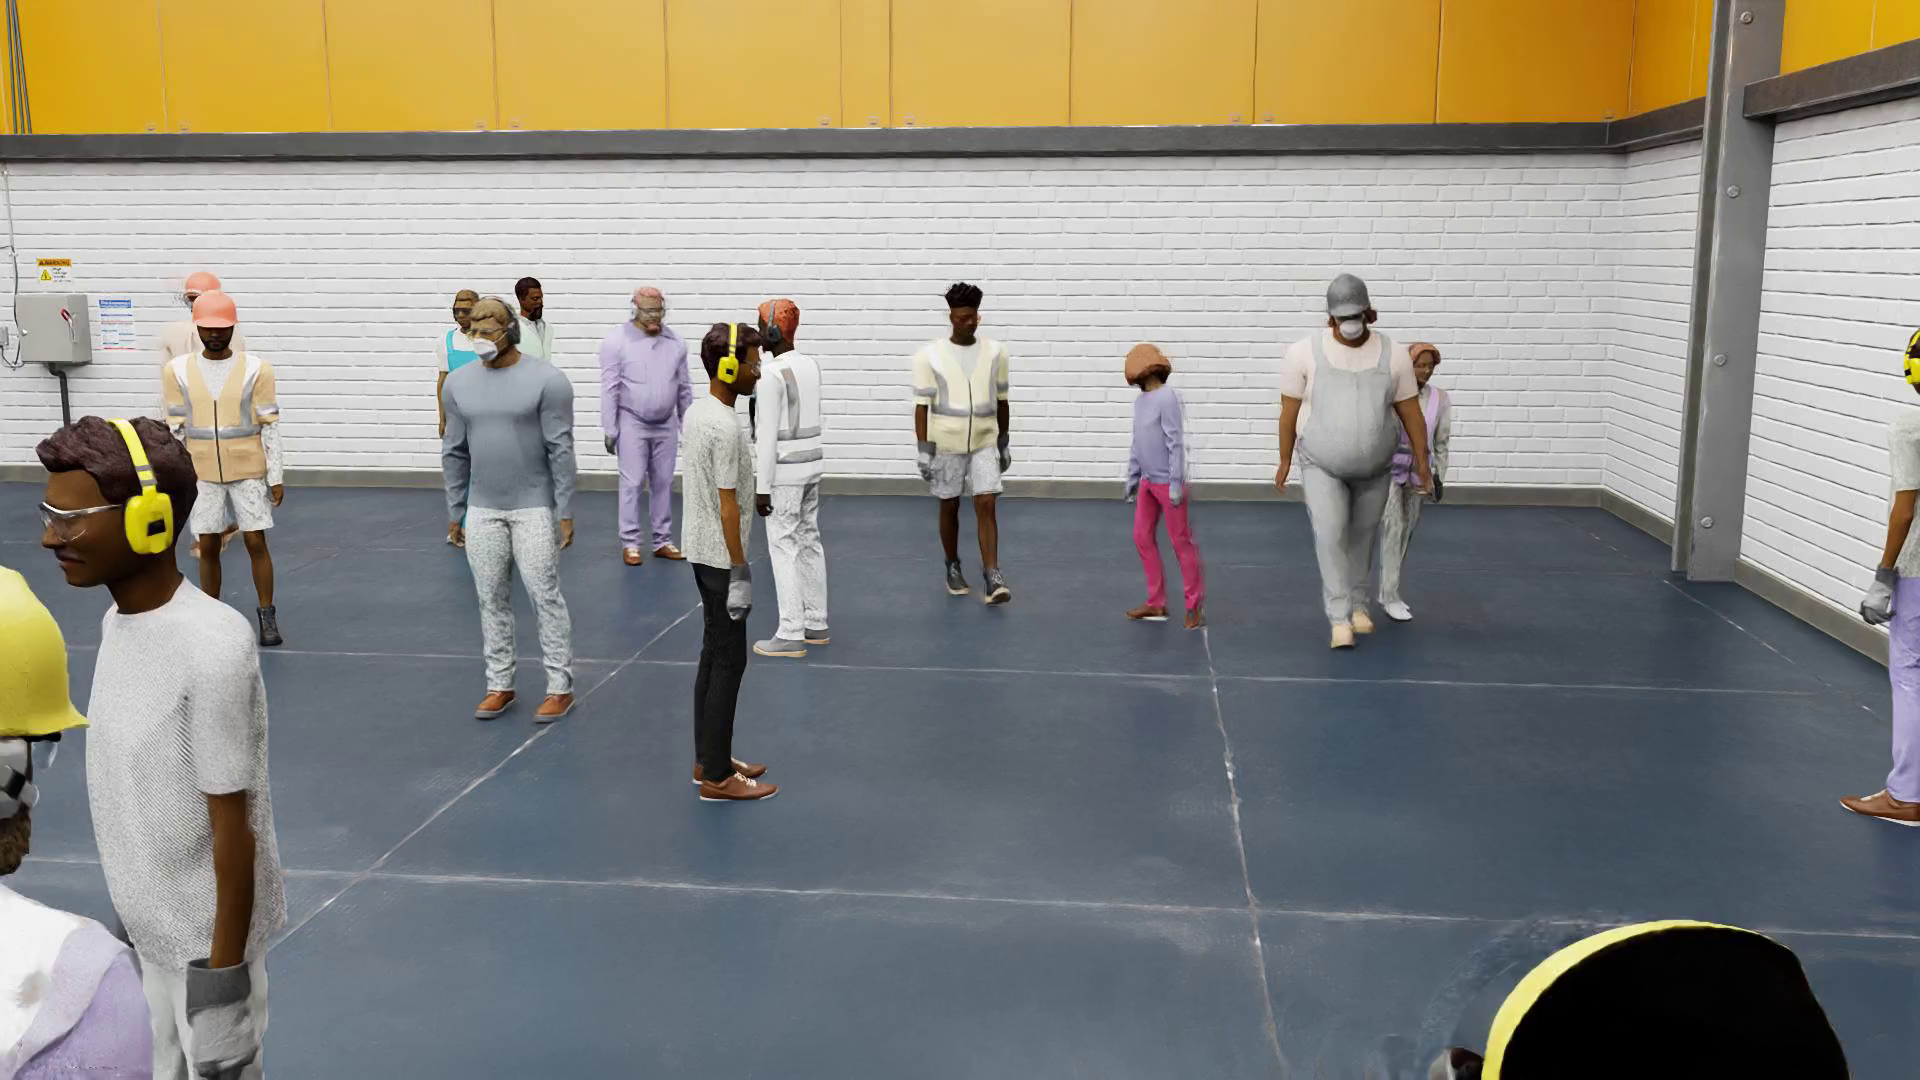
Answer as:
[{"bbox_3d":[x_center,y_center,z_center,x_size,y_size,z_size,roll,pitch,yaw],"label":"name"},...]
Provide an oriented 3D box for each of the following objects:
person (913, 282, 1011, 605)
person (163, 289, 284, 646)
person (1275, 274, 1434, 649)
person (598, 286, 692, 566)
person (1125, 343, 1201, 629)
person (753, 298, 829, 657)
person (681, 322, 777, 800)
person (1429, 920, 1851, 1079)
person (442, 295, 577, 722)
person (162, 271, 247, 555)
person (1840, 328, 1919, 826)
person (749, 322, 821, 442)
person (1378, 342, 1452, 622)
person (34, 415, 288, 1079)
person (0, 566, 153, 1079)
[{"bbox_3d":[0.051,-0.565,9.956,0.639,1.923,0.951,-2,10,-13],"label":"person"},{"bbox_3d":[-3.898,-0.361,8.838,0.558,1.925,0.422,-2,10,-12],"label":"person"},{"bbox_3d":[2.142,-0.442,8.944,0.813,2.000,0.874,0,10,1],"label":"person"},{"bbox_3d":[-2.107,-0.765,11.245,0.658,1.893,0.402,-8,12,-37],"label":"person"},{"bbox_3d":[1.158,-0.306,9.439,0.400,1.596,0.594,-4,11,-19],"label":"person"},{"bbox_3d":[-0.901,-0.326,8.758,0.344,1.876,0.579,4,11,21],"label":"person"},{"bbox_3d":[-0.896,0.091,6.437,0.346,1.856,0.527,-4,11,-21],"label":"person"},{"bbox_3d":[0.400,1.086,1.121,0.856,1.724,0.522,7,12,34],"label":"person"},{"bbox_3d":[-2.030,-0.137,7.530,0.639,1.926,0.367,2,10,11],"label":"person"},{"bbox_3d":[-5.268,-0.911,11.824,0.608,1.960,0.925,2,10,12],"label":"person"},{"bbox_3d":[3.569,0.132,6.168,0.514,1.864,0.332,-4,11,-21],"label":"person"},{"bbox_3d":[-1.274,-0.808,12.076,0.553,1.675,0.556,0,10,1],"label":"person"},{"bbox_3d":[2.583,-0.333,9.578,0.526,1.597,0.703,-3,10,-14],"label":"person"},{"bbox_3d":[-1.335,0.713,2.854,0.505,1.864,0.331,10,14,44],"label":"person"},{"bbox_3d":[-1.105,0.925,1.796,0.617,1.804,0.457,3,10,15],"label":"person"}]
